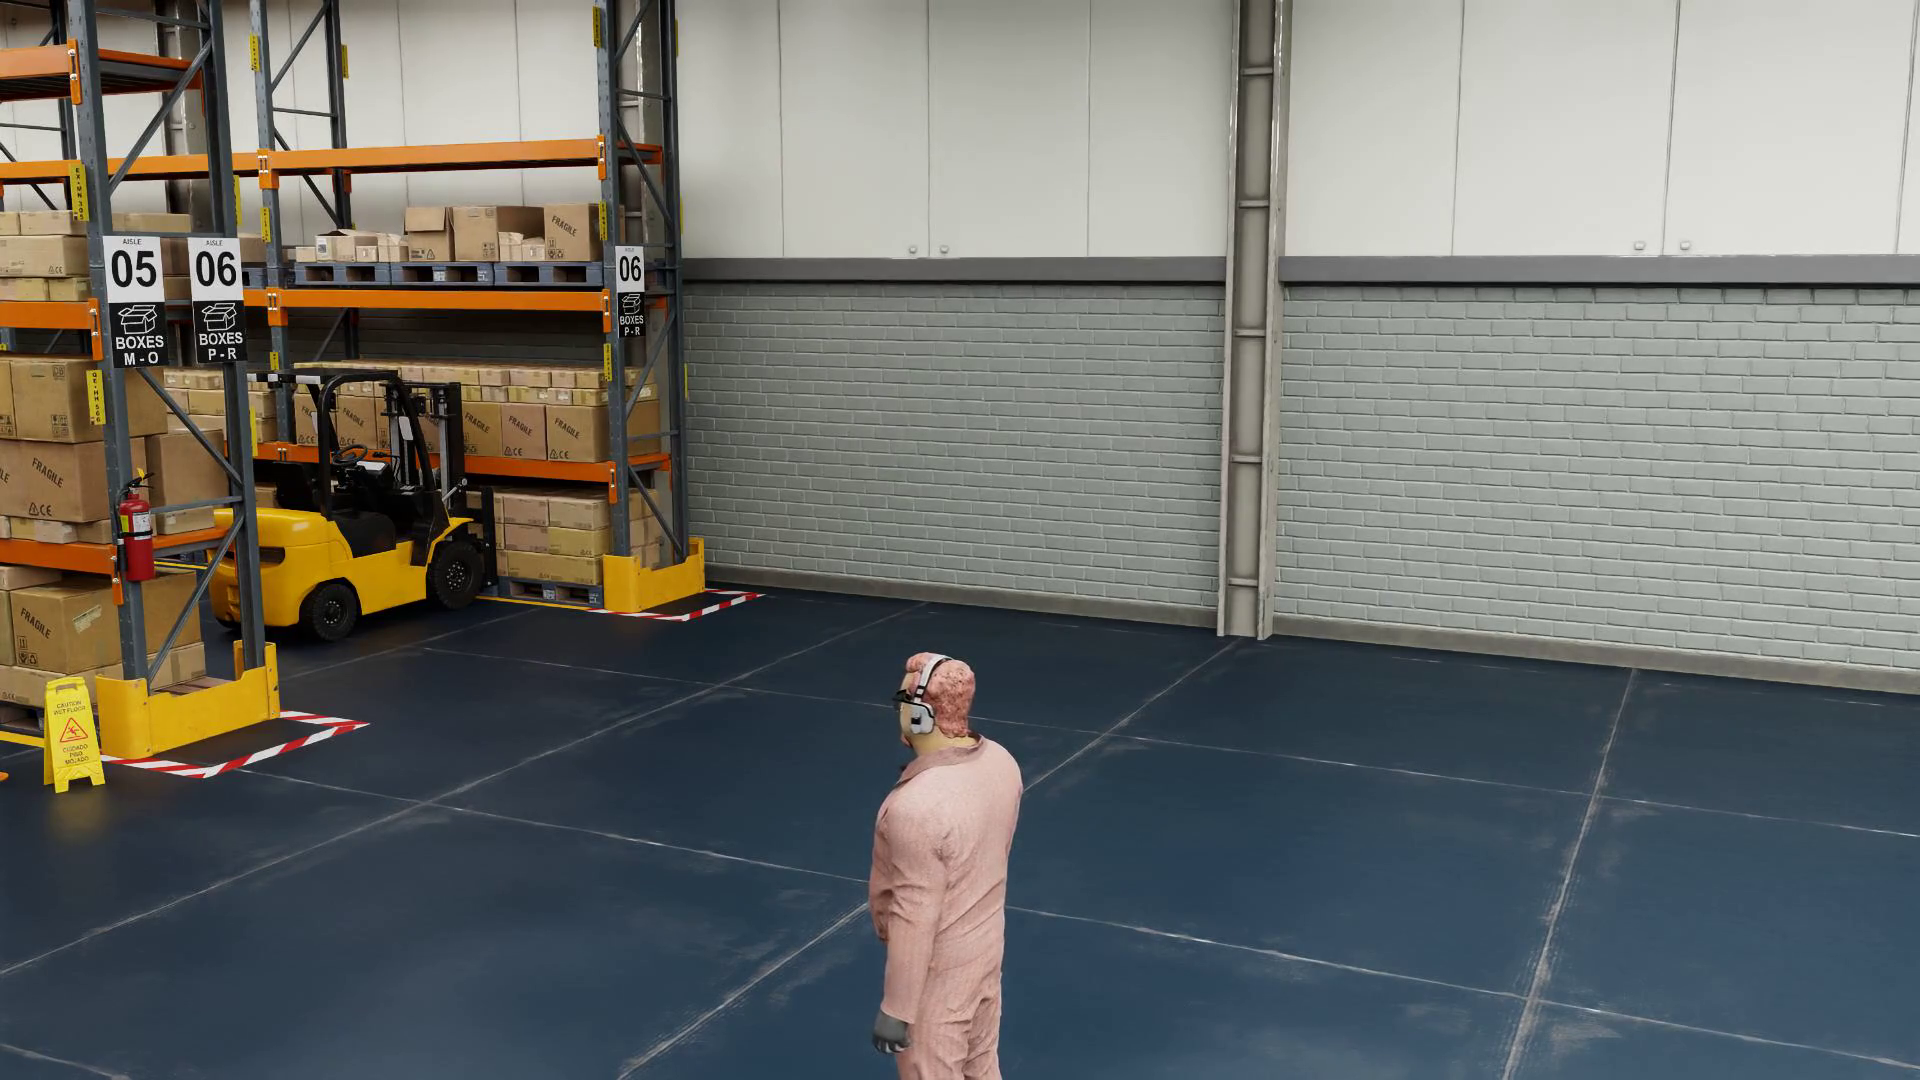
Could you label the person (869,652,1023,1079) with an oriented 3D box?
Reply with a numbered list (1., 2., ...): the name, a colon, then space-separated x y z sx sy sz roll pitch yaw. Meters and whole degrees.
1. person: -0.074 1.277 5.005 0.407 1.910 0.638 5 10 26
